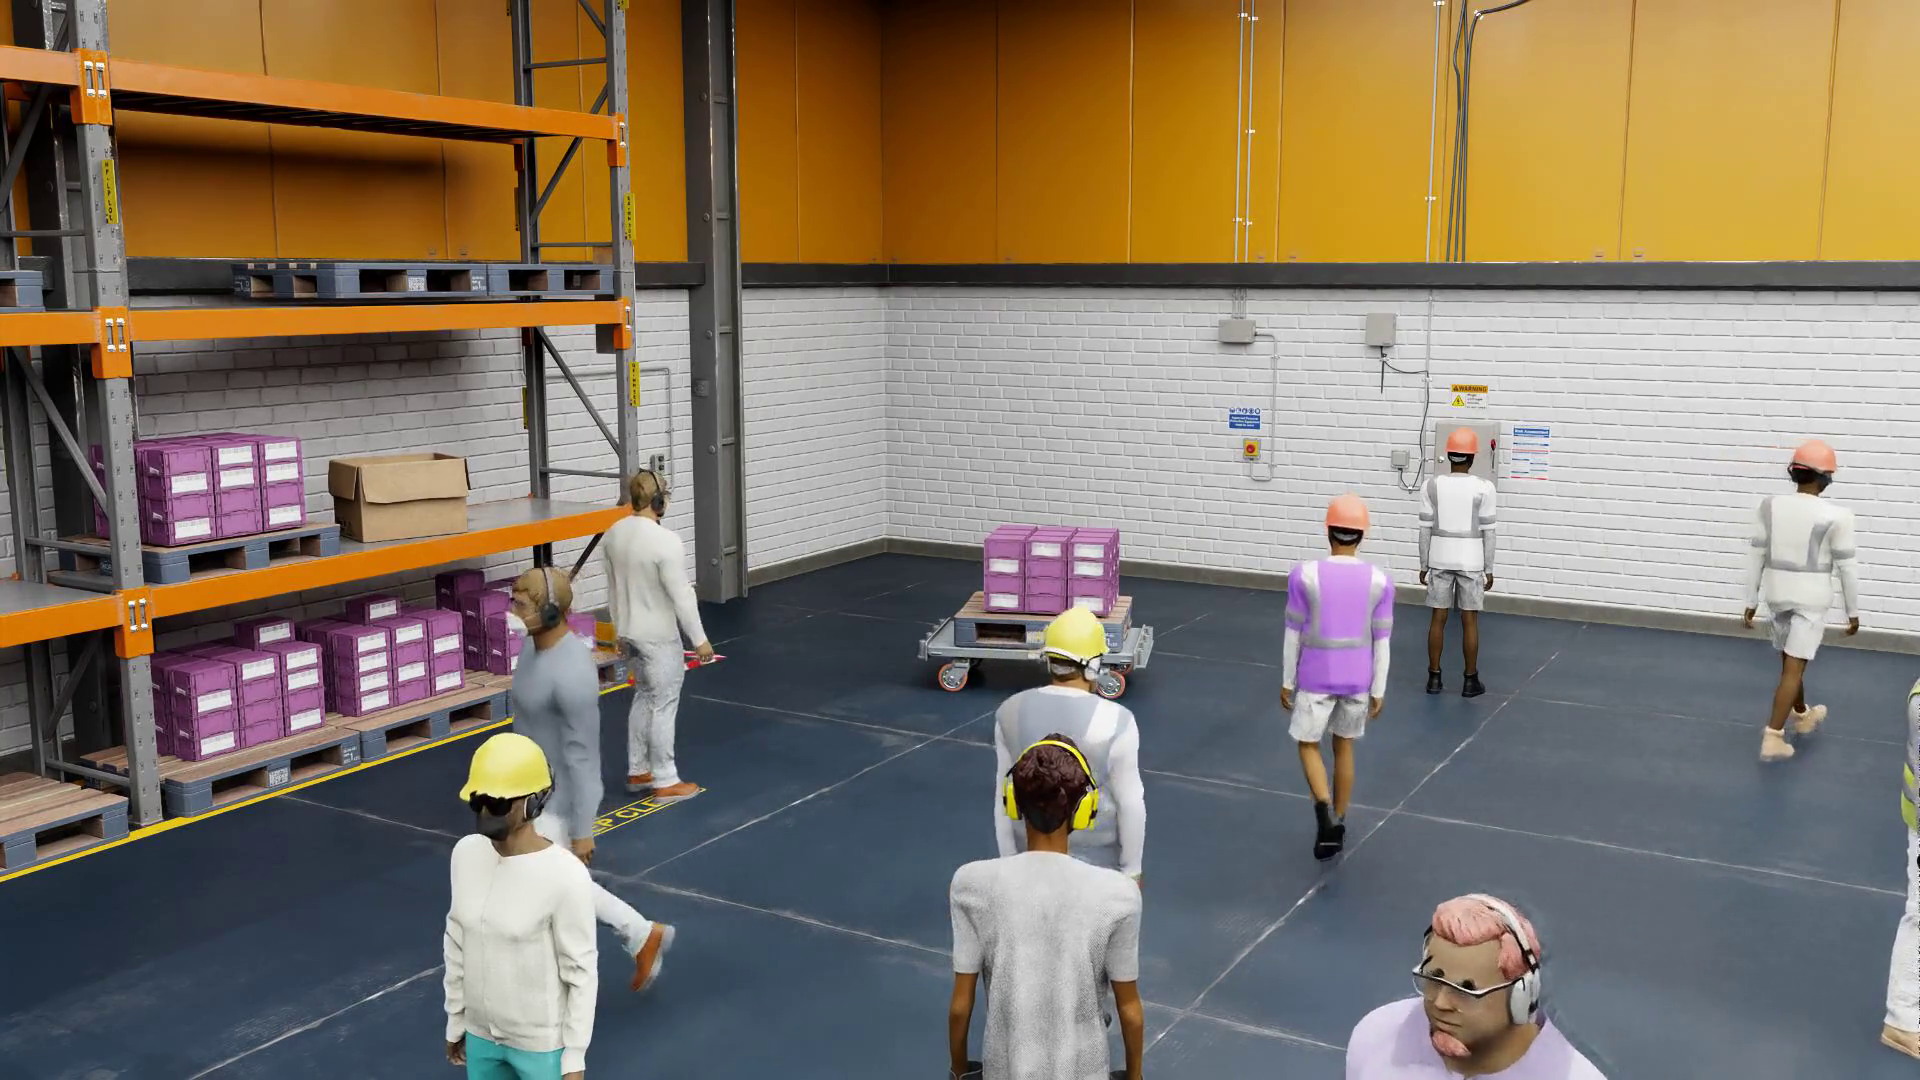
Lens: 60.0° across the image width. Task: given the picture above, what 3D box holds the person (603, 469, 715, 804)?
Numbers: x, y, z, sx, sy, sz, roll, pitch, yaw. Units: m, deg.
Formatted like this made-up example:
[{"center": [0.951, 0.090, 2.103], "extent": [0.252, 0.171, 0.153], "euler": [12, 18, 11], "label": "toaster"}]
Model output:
[{"center": [-1.725, 0.557, 9.490], "extent": [0.451, 1.935, 0.651], "euler": [-9, 12, -43], "label": "person"}]

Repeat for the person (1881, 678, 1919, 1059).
[{"center": [3.870, 1.103, 6.404], "extent": [0.627, 1.833, 0.434], "euler": [-6, 11, -32], "label": "person"}]

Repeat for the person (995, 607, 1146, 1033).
[{"center": [0.377, 1.154, 6.199], "extent": [0.586, 1.803, 0.843], "euler": [6, 11, 34], "label": "person"}]

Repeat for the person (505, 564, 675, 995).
[{"center": [-1.535, 1.030, 6.571], "extent": [0.742, 1.924, 0.638], "euler": [-4, 10, -24], "label": "person"}]

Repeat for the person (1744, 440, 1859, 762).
[{"center": [5.356, 0.366, 10.500], "extent": [1.015, 1.984, 0.625], "euler": [-6, 11, -32], "label": "person"}]

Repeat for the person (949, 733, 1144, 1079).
[{"center": [0.224, 1.419, 4.300], "extent": [0.532, 1.869, 0.311], "euler": [1, 9, 8], "label": "person"}]

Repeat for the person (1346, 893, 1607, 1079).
[{"center": [1.037, 1.575, 3.319], "extent": [0.937, 1.876, 0.660], "euler": [-7, 11, -36], "label": "person"}]

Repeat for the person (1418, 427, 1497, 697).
[{"center": [3.565, 0.160, 11.938], "extent": [0.543, 1.939, 0.360], "euler": [5, 10, 26], "label": "person"}]

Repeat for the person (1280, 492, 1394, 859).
[{"center": [1.943, 0.715, 8.556], "extent": [0.553, 1.912, 0.655], "euler": [0, 9, 2], "label": "person"}]

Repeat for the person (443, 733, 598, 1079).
[{"center": [-1.251, 1.404, 4.711], "extent": [0.525, 1.771, 0.305], "euler": [5, 10, 27], "label": "person"}]
